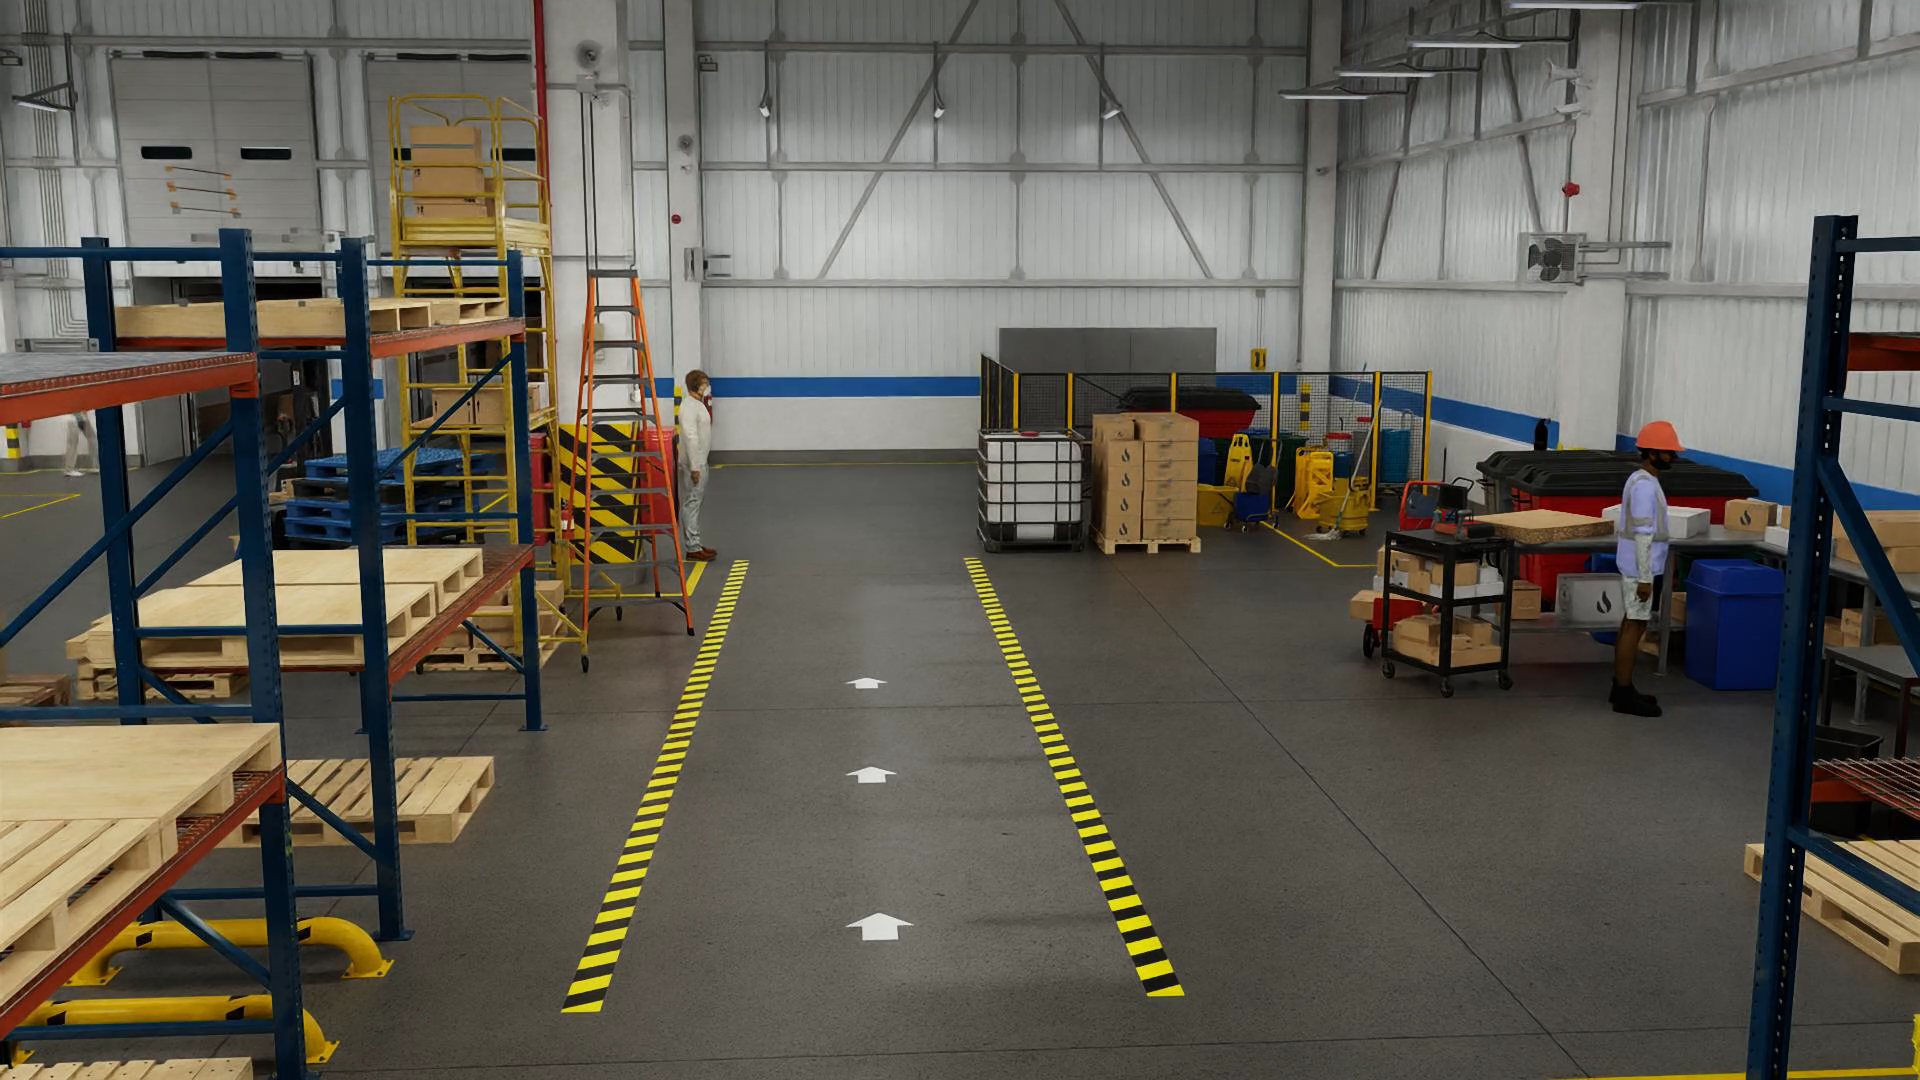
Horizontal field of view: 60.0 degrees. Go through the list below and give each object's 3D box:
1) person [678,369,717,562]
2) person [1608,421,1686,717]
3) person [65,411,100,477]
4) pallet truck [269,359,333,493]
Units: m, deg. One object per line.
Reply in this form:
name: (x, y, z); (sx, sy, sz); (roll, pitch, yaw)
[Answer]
person: (-2.661, -0.757, 16.828); (0.372, 1.940, 0.627); (-1, 9, -4)
person: (4.517, 0.181, 10.942); (0.377, 1.936, 0.549); (3, 10, 19)
person: (-12.508, -1.708, 23.799); (0.718, 1.609, 0.550); (-2, 9, -11)
pallet truck: (-7.062, -1.131, 18.996); (1.885, 1.965, 0.823); (2, 9, 13)
